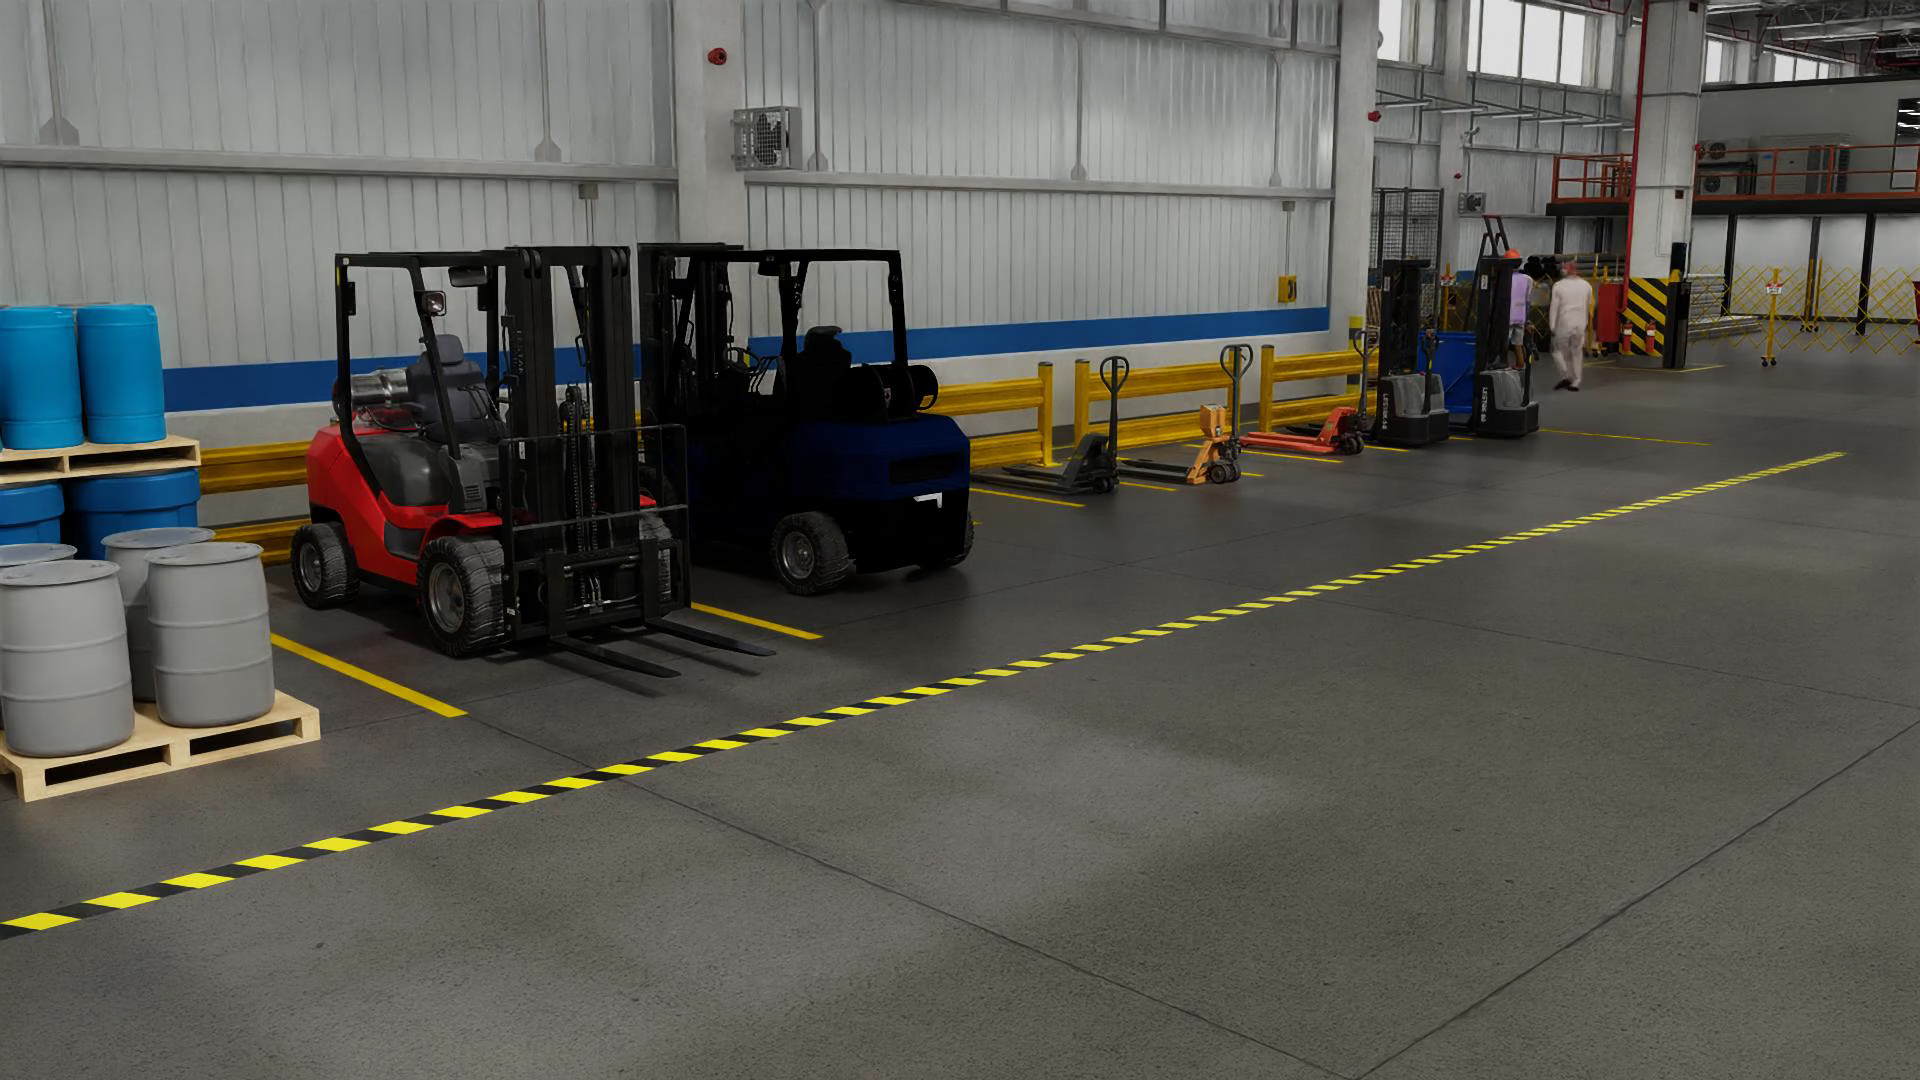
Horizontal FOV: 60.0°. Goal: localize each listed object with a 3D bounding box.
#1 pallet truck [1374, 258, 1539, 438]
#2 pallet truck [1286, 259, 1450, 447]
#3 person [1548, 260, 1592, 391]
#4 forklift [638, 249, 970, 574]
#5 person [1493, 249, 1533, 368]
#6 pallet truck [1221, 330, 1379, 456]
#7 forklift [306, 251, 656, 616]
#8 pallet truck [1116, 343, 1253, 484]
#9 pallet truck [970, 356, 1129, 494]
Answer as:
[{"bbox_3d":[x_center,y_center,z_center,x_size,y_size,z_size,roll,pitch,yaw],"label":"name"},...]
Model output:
[{"bbox_3d":[5.704,-2.208,18.901,1.885,1.965,0.823,10,14,43],"label":"pallet truck"},{"bbox_3d":[4.493,-2.078,18.196,0.823,1.965,1.885,-9,14,-40],"label":"pallet truck"},{"bbox_3d":[8.772,-3.082,23.975,0.685,1.880,0.427,-2,11,-12],"label":"person"},{"bbox_3d":[-1.173,-0.958,11.239,2.680,1.987,1.157,10,14,43],"label":"forklift"},{"bbox_3d":[7.946,-3.170,24.025,0.606,2.044,0.382,-3,11,-17],"label":"person"},{"bbox_3d":[3.563,-1.581,17.381,0.653,1.274,1.630,-10,14,-44],"label":"pallet truck"},{"bbox_3d":[-2.833,-0.669,9.694,1.157,1.987,2.680,-10,14,-44],"label":"forklift"},{"bbox_3d":[1.962,-1.215,15.415,1.522,1.261,0.704,10,14,43],"label":"pallet truck"},{"bbox_3d":[0.784,-1.085,14.876,0.680,1.201,1.601,-10,14,-44],"label":"pallet truck"}]
